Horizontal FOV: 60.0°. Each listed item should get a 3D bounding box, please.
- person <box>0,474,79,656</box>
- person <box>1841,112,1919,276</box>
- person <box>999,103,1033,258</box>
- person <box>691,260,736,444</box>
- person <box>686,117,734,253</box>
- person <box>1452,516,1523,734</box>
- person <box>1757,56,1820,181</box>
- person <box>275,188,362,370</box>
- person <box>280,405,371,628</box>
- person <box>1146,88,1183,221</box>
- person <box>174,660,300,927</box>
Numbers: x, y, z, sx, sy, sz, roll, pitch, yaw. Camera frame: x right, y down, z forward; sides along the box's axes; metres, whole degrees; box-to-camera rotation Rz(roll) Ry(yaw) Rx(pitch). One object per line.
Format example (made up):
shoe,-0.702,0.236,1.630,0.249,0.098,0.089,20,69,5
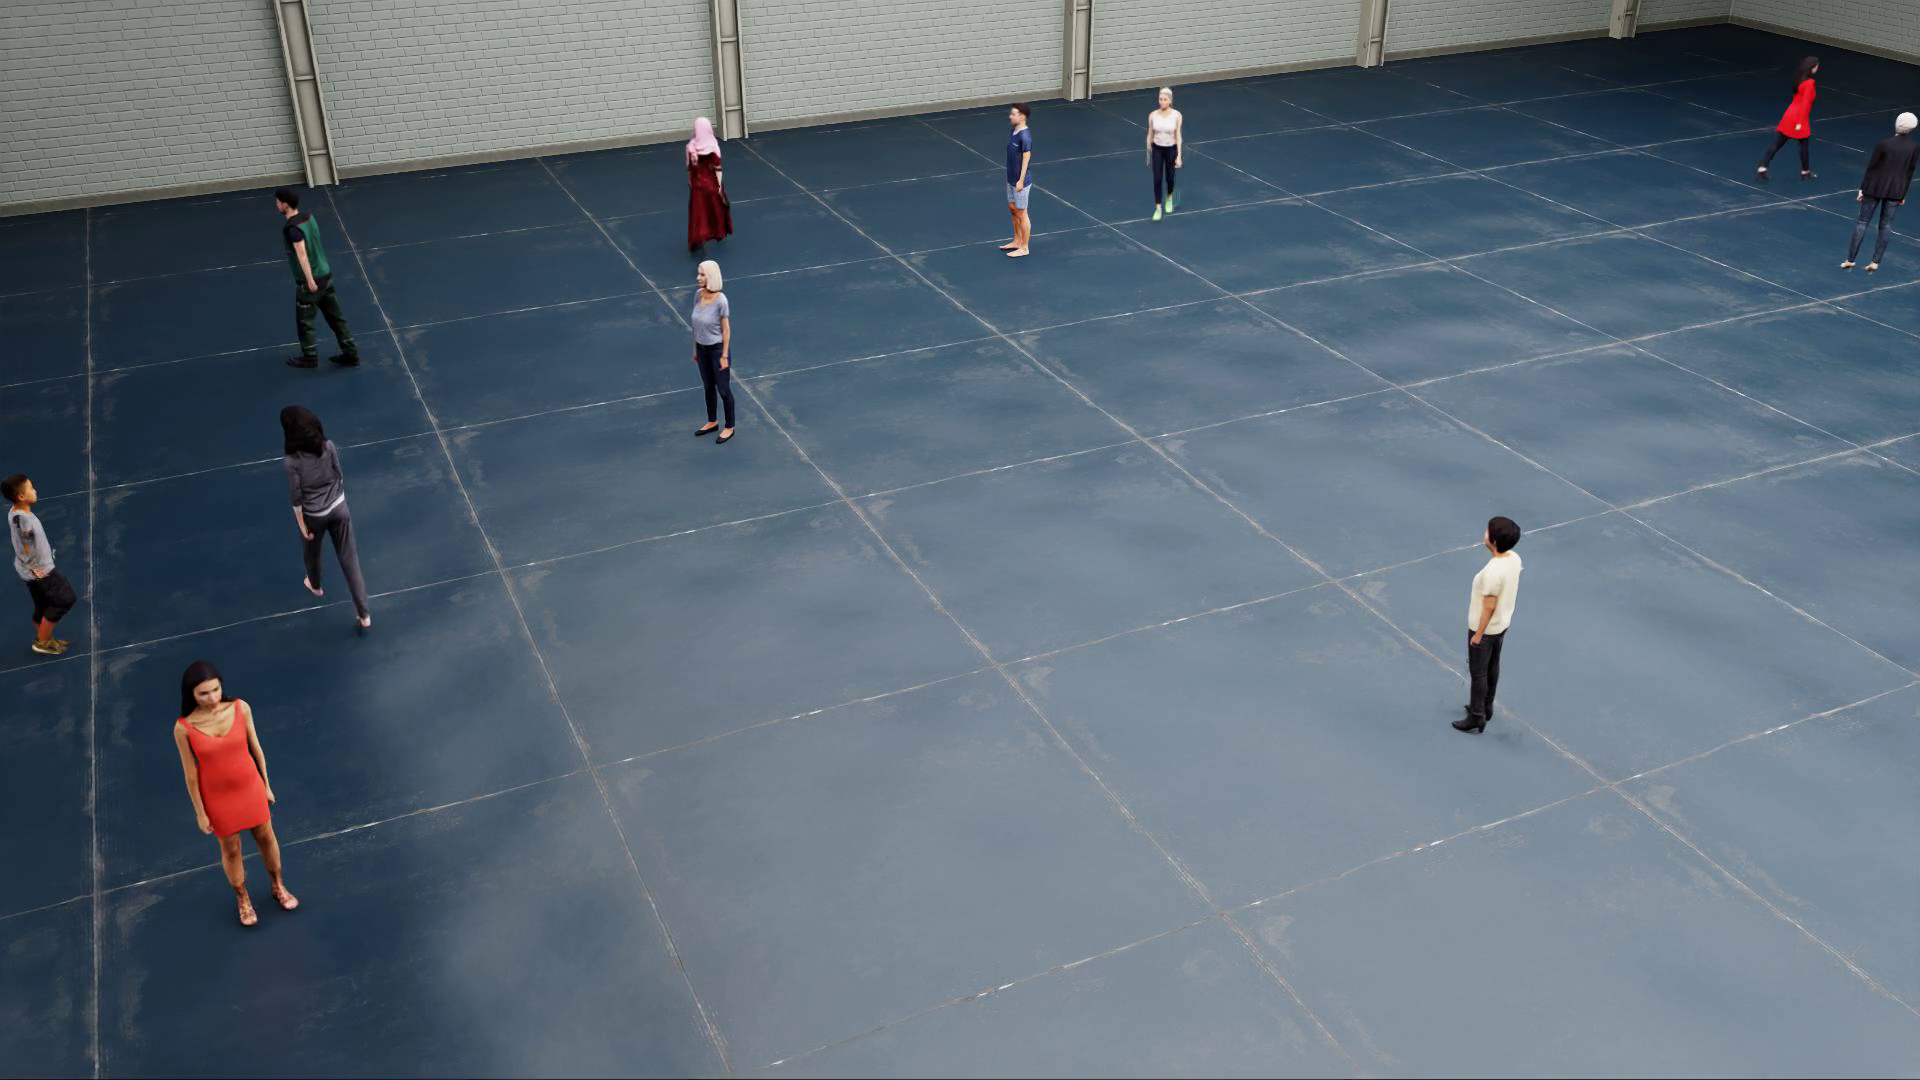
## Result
person,-6.783,0.163,12.063,0.665,1.446,0.633,-21,34,-34
person,9.904,-3.747,17.894,0.818,1.782,0.791,9,29,16
person,0.717,-4.388,20.177,0.599,1.852,0.645,-8,29,-15
person,-2.279,-1.758,15.376,0.657,1.722,0.649,21,35,34
person,-3.133,-4.291,20.267,1.123,1.597,1.118,6,29,11
person,3.551,0.566,11.156,0.716,1.588,0.568,21,34,33
person,11.413,-5.748,22.893,1.153,1.699,0.900,-1,28,-1
person,-6.486,-2.626,16.858,1.084,1.862,0.944,0,28,0
person,-4.667,-0.127,12.333,1.201,1.704,0.898,-21,35,-34
person,2.658,-5.004,21.507,0.792,1.689,0.853,8,29,15
person,-4.128,1.418,9.419,0.543,1.716,0.690,-22,35,-35
